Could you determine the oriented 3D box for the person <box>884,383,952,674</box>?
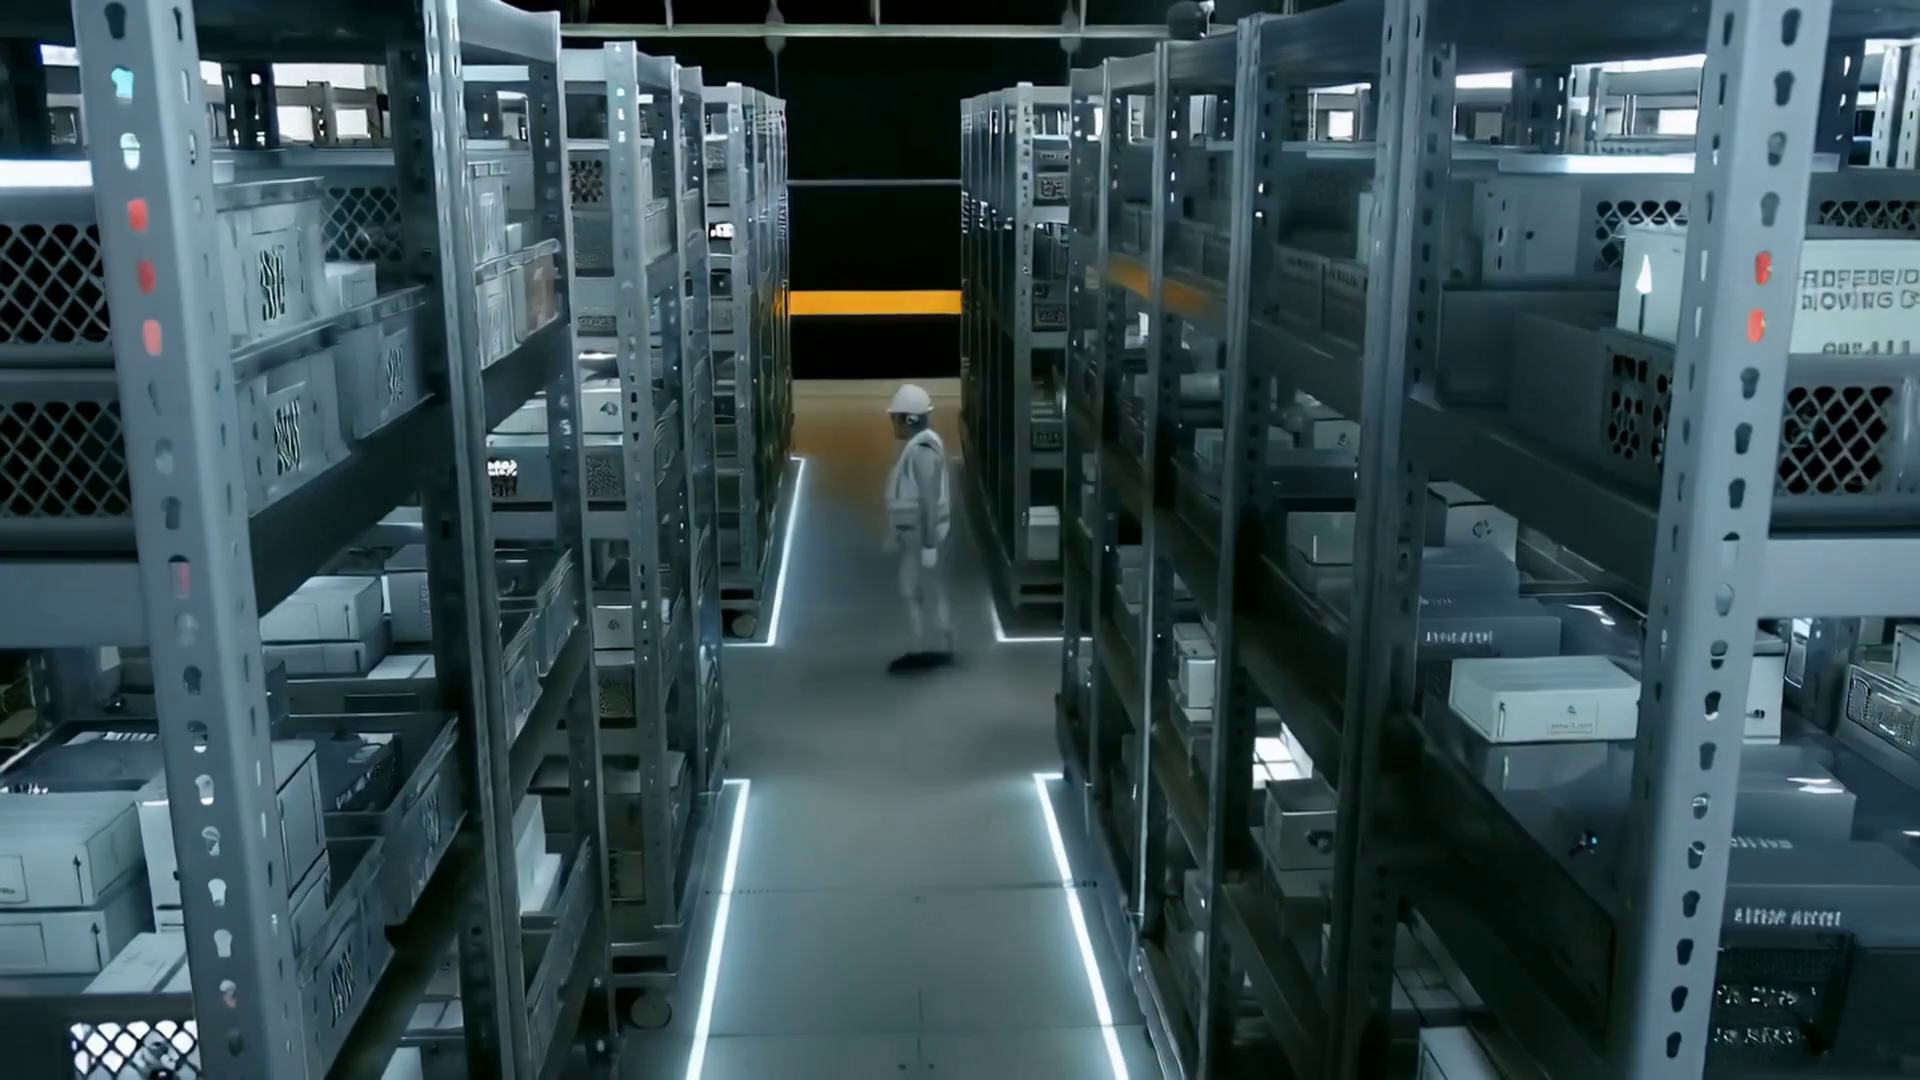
[{"bbox_3d":[-0.294,-0.067,10.274,0.533,1.812,0.619,-1,14,-3],"label":"person"}]
